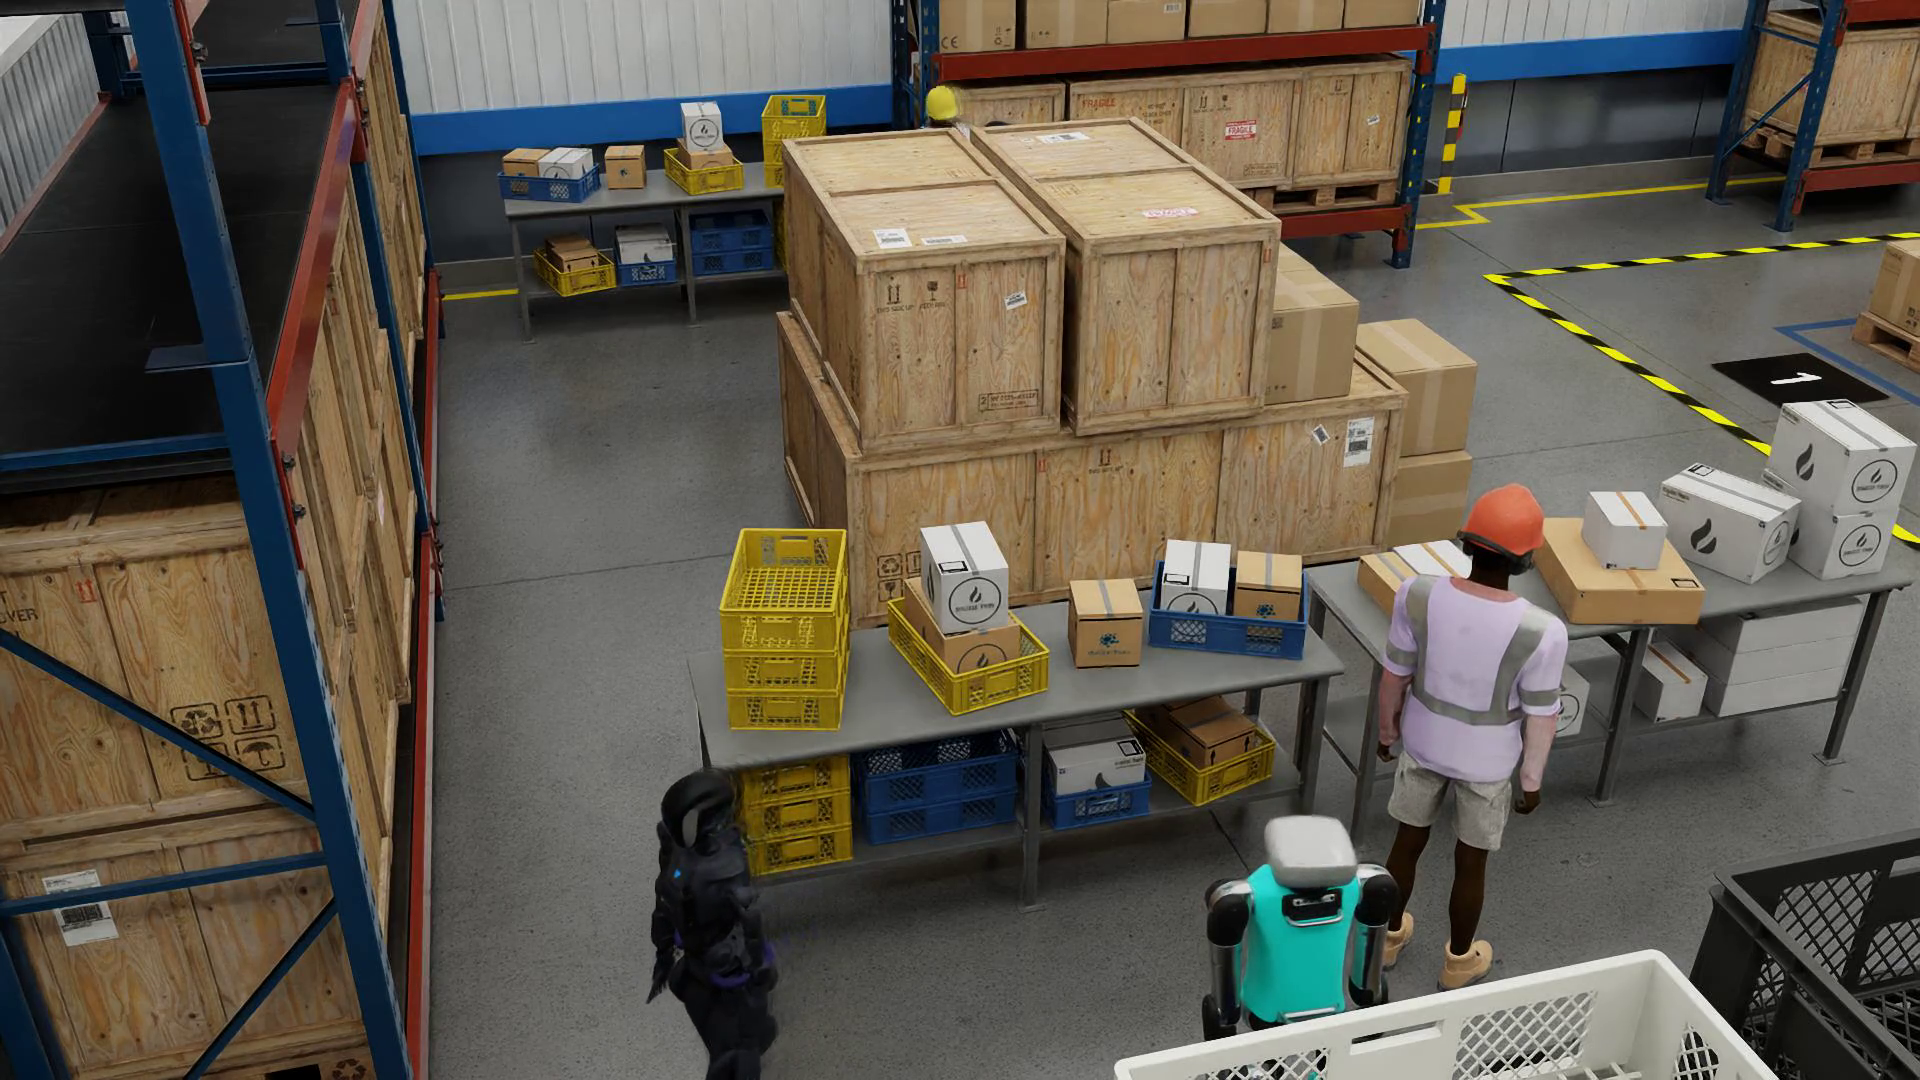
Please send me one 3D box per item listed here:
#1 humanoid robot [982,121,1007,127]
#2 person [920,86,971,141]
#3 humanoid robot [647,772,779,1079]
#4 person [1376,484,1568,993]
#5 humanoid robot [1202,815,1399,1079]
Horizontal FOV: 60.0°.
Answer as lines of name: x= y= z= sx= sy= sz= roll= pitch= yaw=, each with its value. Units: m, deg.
humanoid robot: x=0.260 y=-2.023 z=11.336 sx=0.423 sy=1.646 sz=0.596 roll=-6 pitch=29 yaw=-10
person: x=-0.103 y=-2.271 z=11.643 sx=0.620 sy=1.813 sz=0.406 roll=-14 pitch=32 yaw=-23
humanoid robot: x=-0.785 y=1.402 z=5.119 sx=0.557 sy=1.640 sz=0.600 roll=-23 pitch=36 yaw=-35
person: x=1.799 y=0.729 z=5.957 sx=0.613 sy=2.040 sz=0.389 roll=18 pitch=34 yaw=30
humanoid robot: x=0.972 y=1.607 z=4.573 sx=0.536 sy=1.695 sz=0.740 roll=-5 pitch=29 yaw=-9
